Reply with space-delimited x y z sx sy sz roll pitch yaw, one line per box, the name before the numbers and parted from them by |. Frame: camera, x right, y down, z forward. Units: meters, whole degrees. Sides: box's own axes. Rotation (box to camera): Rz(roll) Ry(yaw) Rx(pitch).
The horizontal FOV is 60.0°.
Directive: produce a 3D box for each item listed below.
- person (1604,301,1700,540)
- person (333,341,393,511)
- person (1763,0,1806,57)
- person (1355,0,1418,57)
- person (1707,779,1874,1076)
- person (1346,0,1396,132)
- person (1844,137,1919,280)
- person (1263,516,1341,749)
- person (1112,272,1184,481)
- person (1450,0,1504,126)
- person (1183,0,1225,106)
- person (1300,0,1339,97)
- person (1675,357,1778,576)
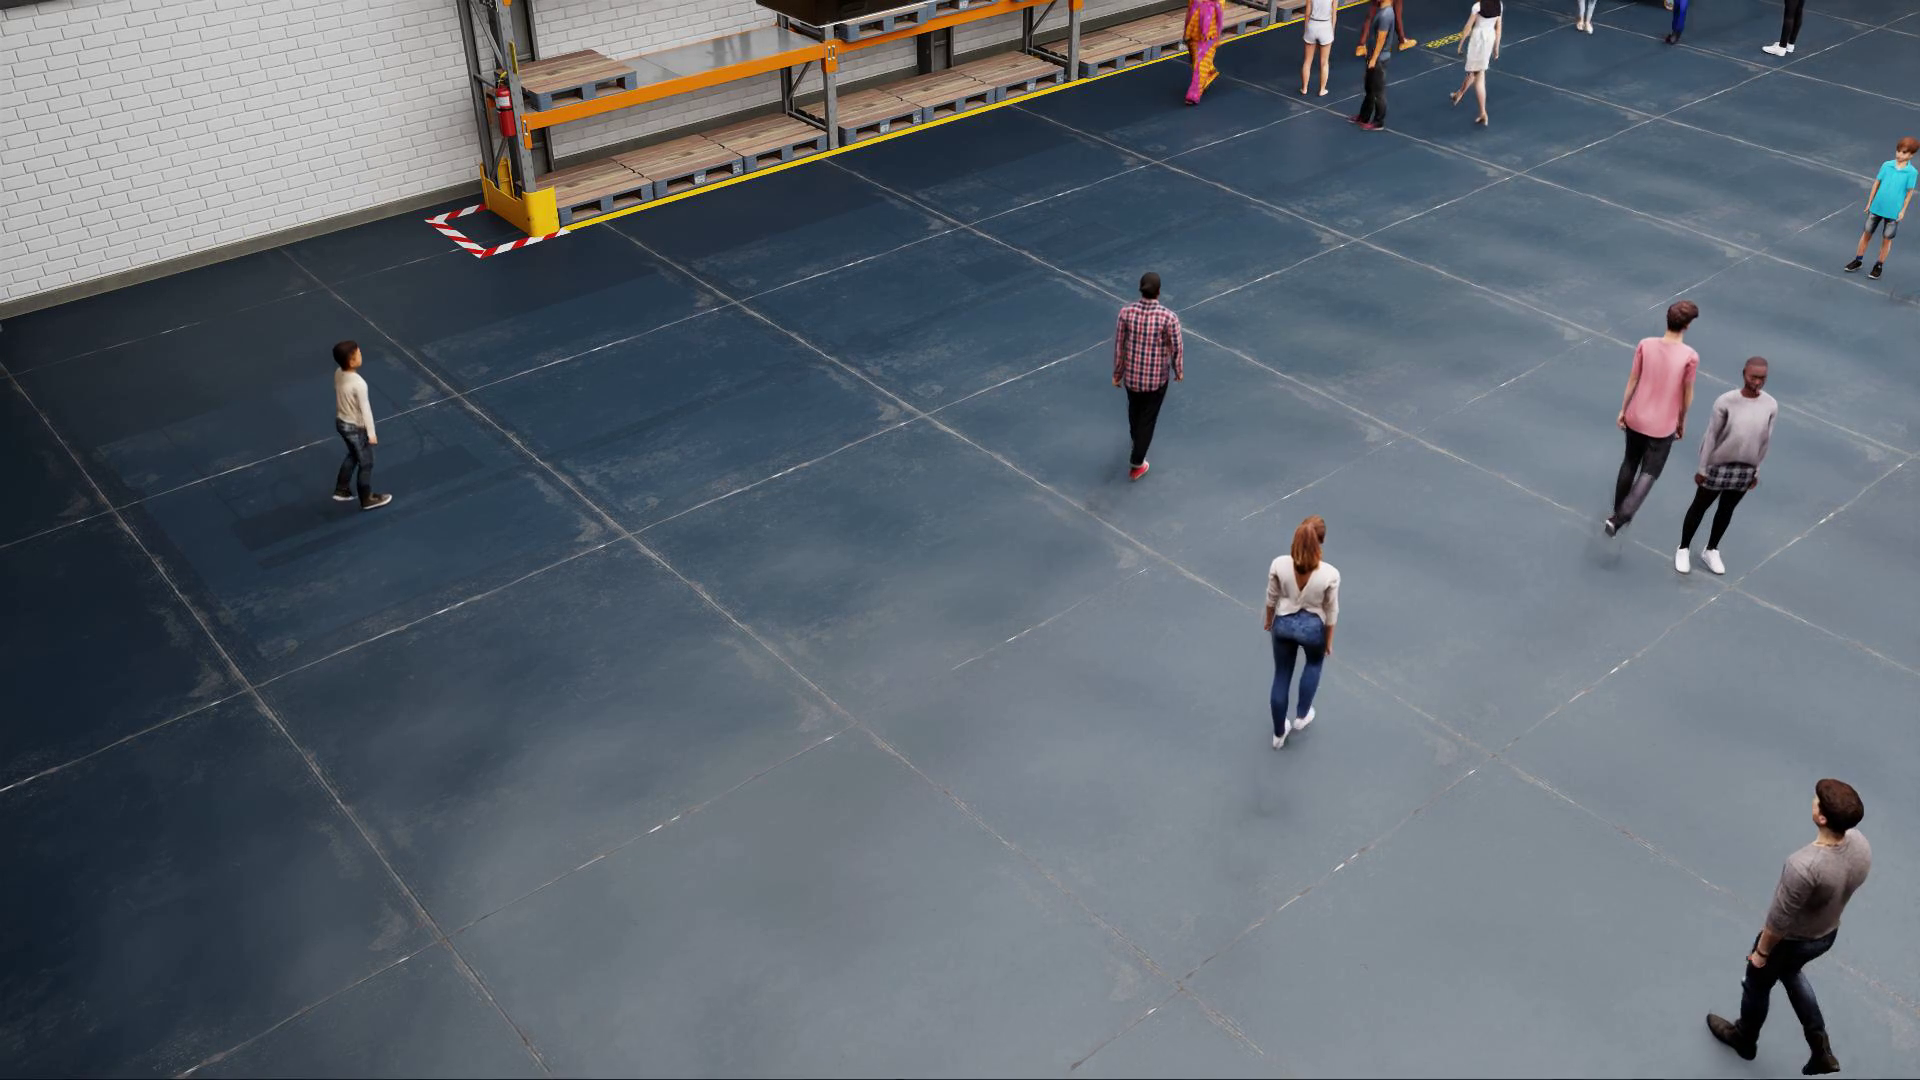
person | 5.190 -0.855 12.592 0.732 1.935 1.100 23 40 31
person | -4.794 -0.869 13.054 0.600 1.447 0.671 23 40 31
person | 11.537 -7.656 22.829 0.514 1.930 0.723 -24 41 -32
person | 5.743 -7.408 22.688 1.237 1.672 0.799 -16 37 -22
person | 4.262 2.016 8.314 0.945 1.890 0.904 -15 37 -22
person | 5.158 -5.909 20.308 0.879 1.811 0.814 5 34 7
person | 9.391 -3.380 16.831 0.478 1.449 0.516 -26 42 -34
person | 2.132 0.635 10.552 0.763 1.711 0.809 13 36 18
person | 1.476 -1.293 13.429 0.912 1.738 1.082 16 37 23
person | 6.442 -5.971 20.479 1.192 1.724 1.046 -7 34 -10
person | 3.139 -6.458 21.279 0.850 1.650 1.203 22 39 29
person | 4.631 -6.558 21.465 0.646 1.610 0.661 11 35 17
person | 5.679 -0.557 12.291 0.678 1.771 0.745 2 34 3
